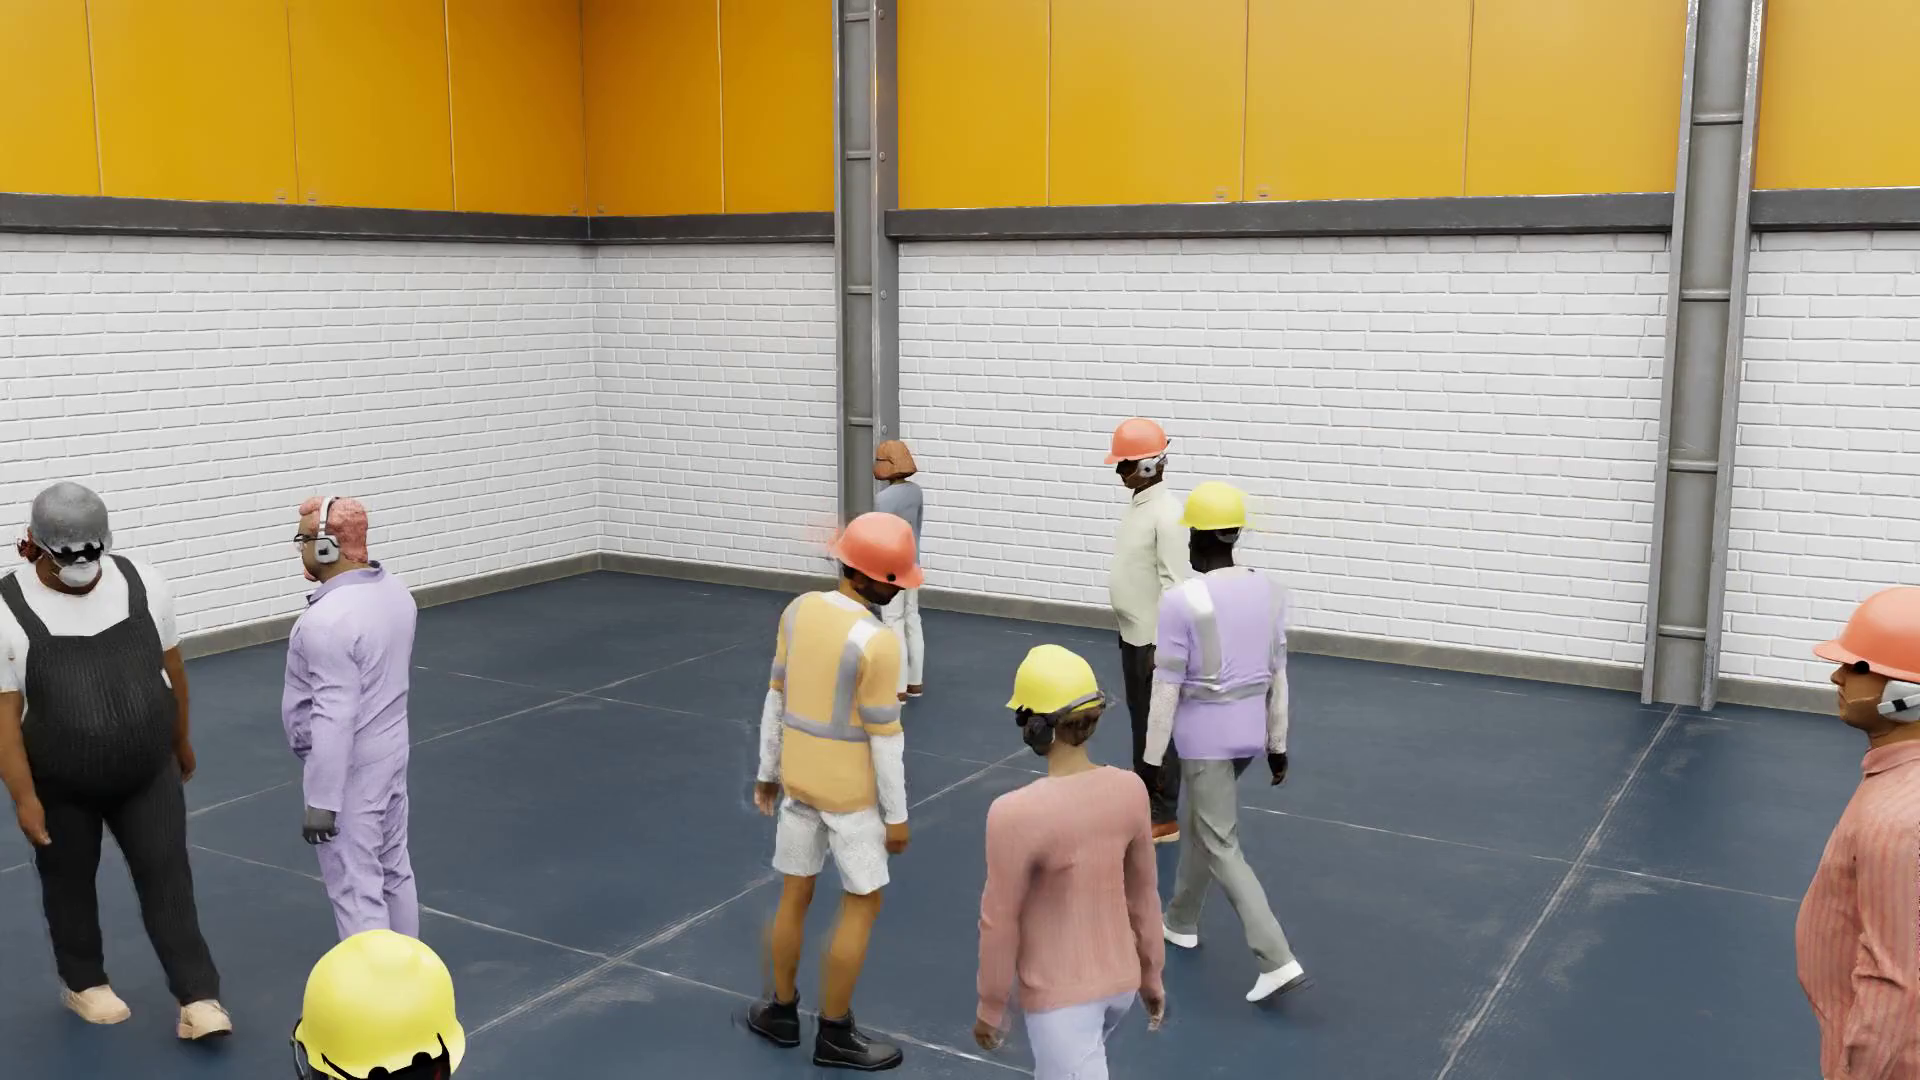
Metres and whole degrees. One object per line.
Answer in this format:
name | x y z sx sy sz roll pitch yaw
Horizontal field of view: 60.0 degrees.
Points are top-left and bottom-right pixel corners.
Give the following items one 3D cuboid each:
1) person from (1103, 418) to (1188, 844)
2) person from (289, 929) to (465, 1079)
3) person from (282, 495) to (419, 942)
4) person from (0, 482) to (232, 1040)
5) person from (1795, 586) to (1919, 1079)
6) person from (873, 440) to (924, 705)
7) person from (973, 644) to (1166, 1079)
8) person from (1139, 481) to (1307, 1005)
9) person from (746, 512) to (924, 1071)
person | 0.854 0.423 7.753 0.392 1.985 0.609 -2 9 -10
person | -0.803 1.393 2.410 0.518 1.756 0.345 -9 13 -43
person | -2.094 0.792 5.700 0.407 1.904 0.655 0 9 2
person | -2.896 0.737 5.621 0.746 2.000 0.965 -9 13 -43
person | 1.982 1.083 3.595 0.375 1.997 0.612 7 11 36
person | -0.391 0.197 10.260 0.267 1.632 0.504 5 10 28
person | 0.339 1.130 4.173 0.523 1.721 0.883 -9 13 -44
person | 0.995 0.725 6.173 0.590 1.892 0.939 -7 12 -38
person | -0.453 0.823 5.609 0.727 1.892 0.377 8 12 42
